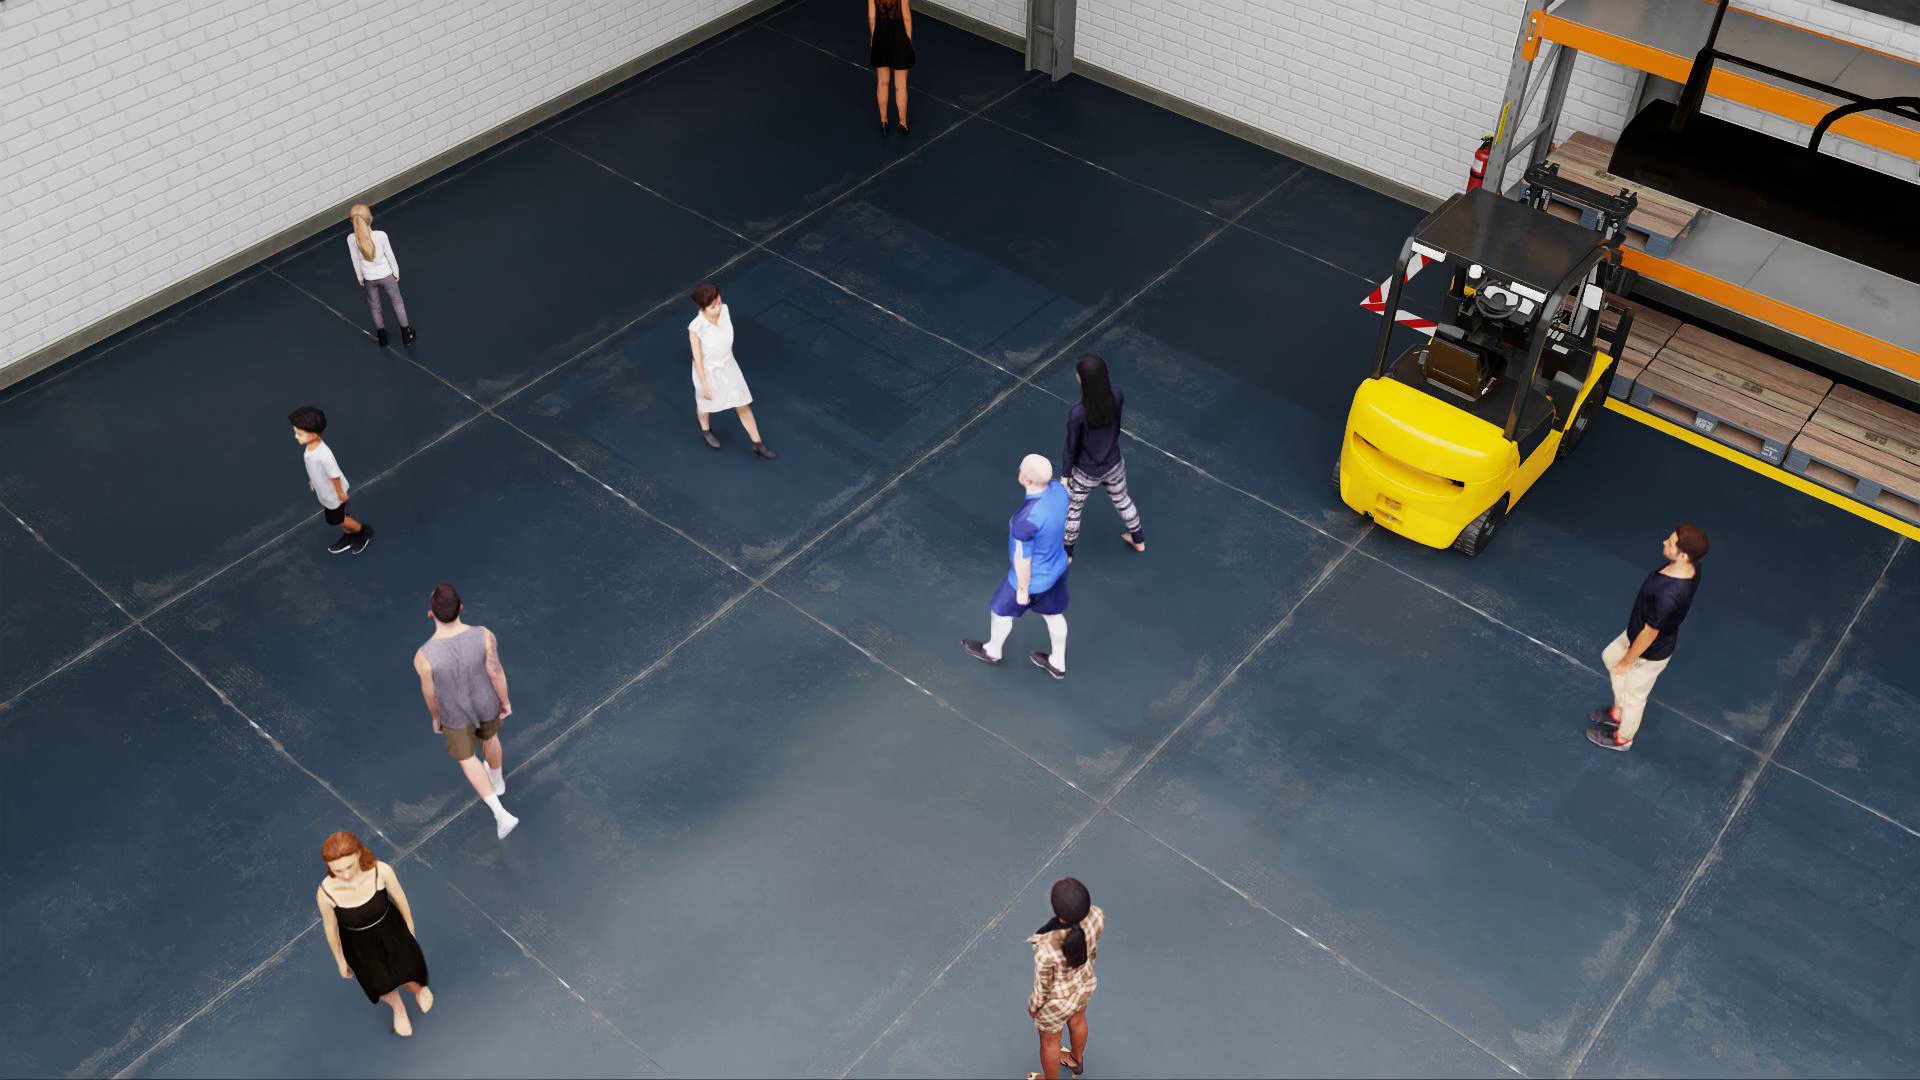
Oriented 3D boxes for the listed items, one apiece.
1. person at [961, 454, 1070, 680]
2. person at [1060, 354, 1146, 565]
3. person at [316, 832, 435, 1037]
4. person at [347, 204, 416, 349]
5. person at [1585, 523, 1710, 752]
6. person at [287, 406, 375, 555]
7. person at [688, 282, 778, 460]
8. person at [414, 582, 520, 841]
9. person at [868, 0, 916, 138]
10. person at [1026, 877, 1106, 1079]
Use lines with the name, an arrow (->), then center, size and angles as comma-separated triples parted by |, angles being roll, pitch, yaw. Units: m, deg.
person -> 0.544, 0.230, 10.419 | 0.931, 1.818, 0.712 | 25, 49, 24
person -> 0.898, -0.514, 11.283 | 0.889, 1.703, 0.827 | -24, 49, -23
person -> -3.077, 2.009, 8.703 | 0.691, 1.610, 0.740 | -17, 46, -17
person -> -4.645, -2.104, 13.262 | 0.567, 1.275, 0.621 | -6, 44, -6
person -> 4.218, 0.641, 9.963 | 0.651, 1.851, 0.708 | 22, 48, 21
person -> -4.319, -0.428, 11.522 | 0.609, 1.250, 0.538 | -27, 50, -25
person -> -1.850, -1.260, 12.196 | 0.912, 1.525, 0.575 | 29, 51, 27
person -> -2.805, 1.011, 9.588 | 0.807, 1.824, 1.088 | -24, 48, -23
person -> -0.647, -4.608, 15.485 | 0.599, 1.834, 0.723 | 11, 45, 11
person -> 0.520, 2.251, 8.315 | 0.618, 1.795, 0.595 | -31, 52, -28
